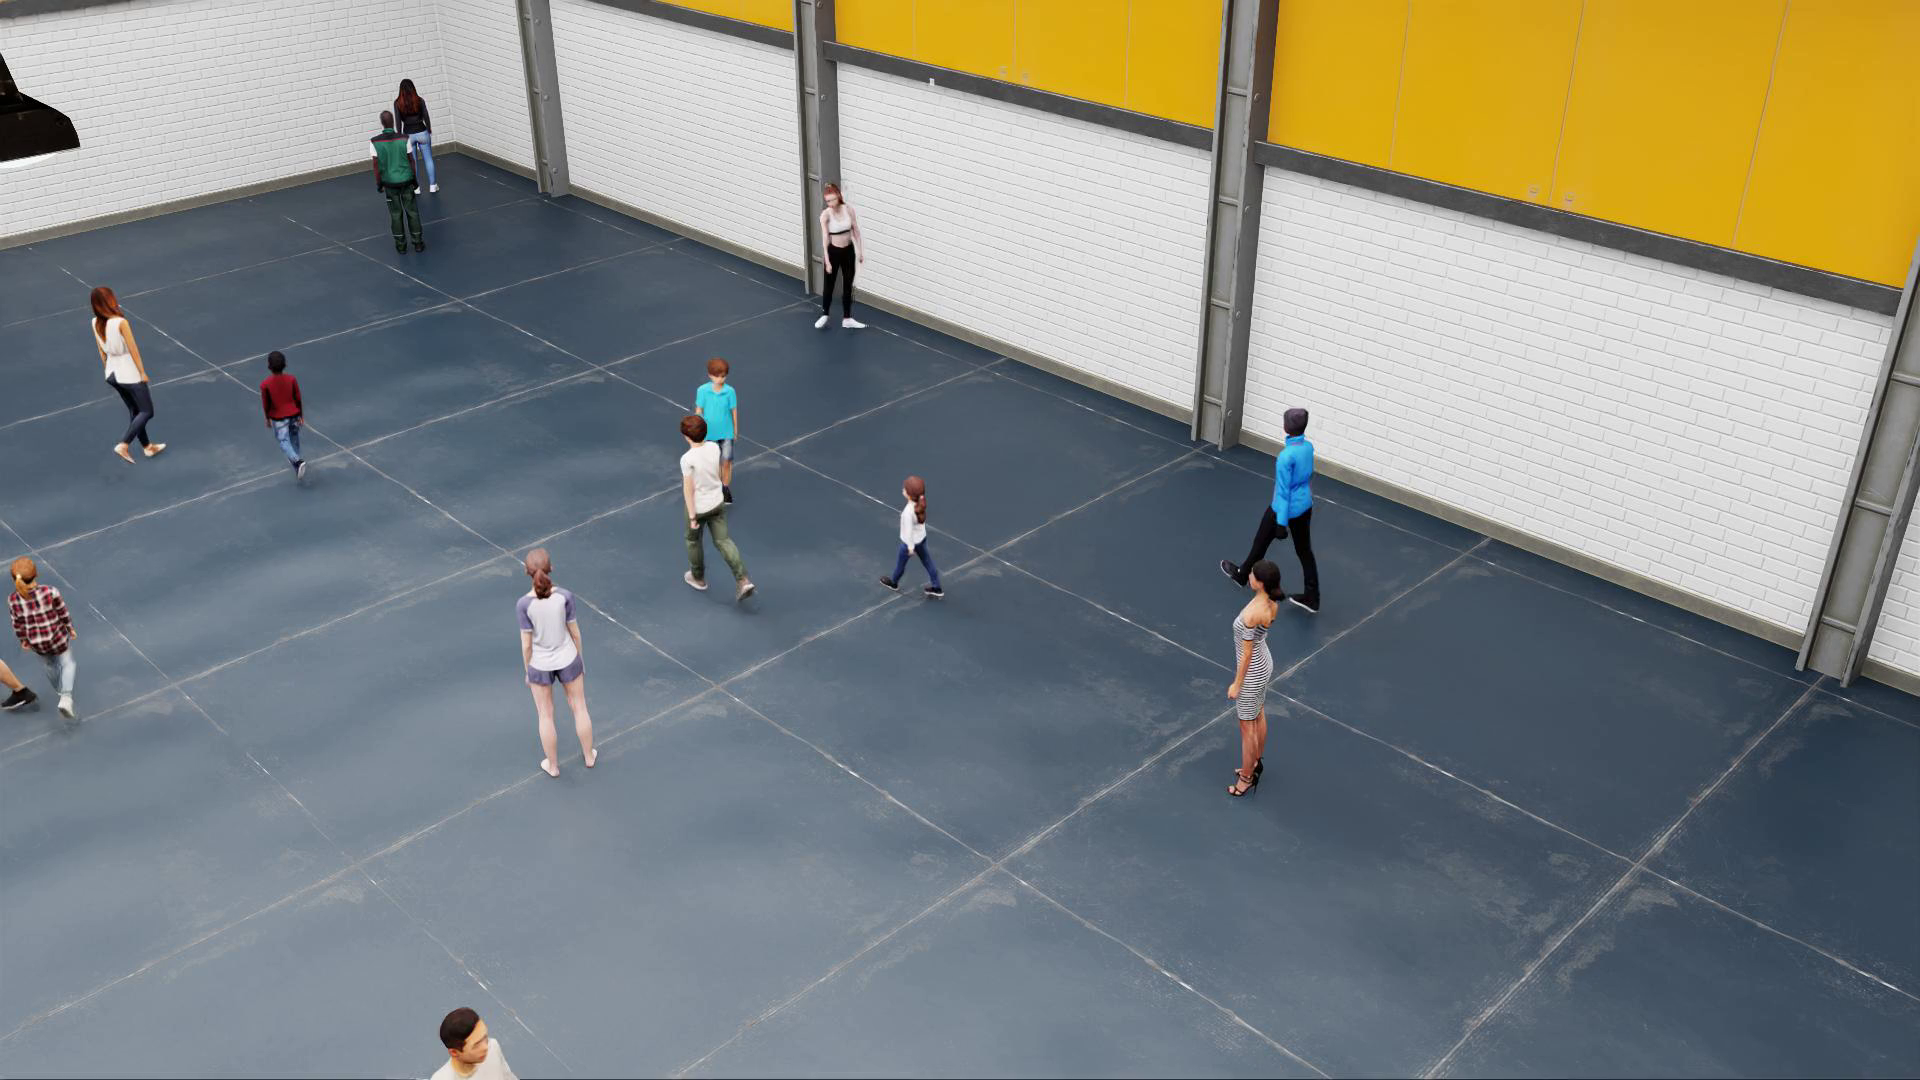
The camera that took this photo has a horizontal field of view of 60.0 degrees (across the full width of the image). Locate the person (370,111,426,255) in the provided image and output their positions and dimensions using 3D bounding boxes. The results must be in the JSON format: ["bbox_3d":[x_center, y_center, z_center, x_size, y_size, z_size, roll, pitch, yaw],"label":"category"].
[{"bbox_3d":[-7.261,-4.622,21.491,0.777,1.840,0.765,-10,30,-17],"label":"person"}]

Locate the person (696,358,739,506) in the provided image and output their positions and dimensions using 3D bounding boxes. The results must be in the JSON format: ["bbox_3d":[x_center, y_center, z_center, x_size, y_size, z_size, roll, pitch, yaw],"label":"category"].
[{"bbox_3d":[-2.252,-1.040,15.351,0.787,1.431,0.870,-1,29,-2],"label":"person"}]

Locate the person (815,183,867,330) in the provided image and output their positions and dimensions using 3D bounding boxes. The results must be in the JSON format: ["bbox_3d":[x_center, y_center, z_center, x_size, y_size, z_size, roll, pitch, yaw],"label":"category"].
[{"bbox_3d":[-1.339,-3.259,19.095,0.704,1.742,0.808,25,37,38],"label":"person"}]

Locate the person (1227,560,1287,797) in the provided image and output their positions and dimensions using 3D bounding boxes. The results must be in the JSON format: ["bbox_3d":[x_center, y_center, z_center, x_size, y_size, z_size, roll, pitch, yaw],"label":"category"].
[{"bbox_3d":[2.008,0.936,11.326,0.640,1.816,0.659,13,31,23],"label":"person"}]

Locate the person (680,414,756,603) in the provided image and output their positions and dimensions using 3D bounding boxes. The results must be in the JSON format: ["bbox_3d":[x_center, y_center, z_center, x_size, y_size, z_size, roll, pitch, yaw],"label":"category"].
[{"bbox_3d":[-2.031,-0.236,13.669,0.593,1.630,1.075,-22,36,-35],"label":"person"}]

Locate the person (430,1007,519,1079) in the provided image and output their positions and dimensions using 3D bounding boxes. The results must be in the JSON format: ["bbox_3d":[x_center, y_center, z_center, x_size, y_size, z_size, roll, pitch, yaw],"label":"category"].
[{"bbox_3d":[-2.346,2.874,7.807,1.169,1.784,0.984,7,29,13],"label":"person"}]

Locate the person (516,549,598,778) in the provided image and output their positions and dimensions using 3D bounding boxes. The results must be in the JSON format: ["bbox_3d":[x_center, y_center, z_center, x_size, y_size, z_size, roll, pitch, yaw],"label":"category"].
[{"bbox_3d":[-2.819,0.853,11.530,0.669,1.767,0.682,-11,30,-19],"label":"person"}]

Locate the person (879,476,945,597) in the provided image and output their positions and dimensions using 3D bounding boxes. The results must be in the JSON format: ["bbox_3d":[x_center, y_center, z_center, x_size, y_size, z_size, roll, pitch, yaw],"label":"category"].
[{"bbox_3d":[-0.328,-0.008,13.822,0.847,1.084,0.583,15,32,25],"label":"person"}]

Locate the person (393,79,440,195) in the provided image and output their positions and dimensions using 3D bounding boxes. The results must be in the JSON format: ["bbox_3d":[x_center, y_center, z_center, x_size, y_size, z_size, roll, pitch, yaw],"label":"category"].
[{"bbox_3d":[-7.812,-5.803,23.871,0.724,1.634,0.726,-7,29,-13],"label":"person"}]

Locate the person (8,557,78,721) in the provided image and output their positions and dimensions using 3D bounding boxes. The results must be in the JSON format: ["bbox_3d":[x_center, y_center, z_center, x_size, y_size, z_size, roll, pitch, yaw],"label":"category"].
[{"bbox_3d":[-6.736,0.724,12.261,0.770,1.292,0.915,-8,30,-14],"label":"person"}]

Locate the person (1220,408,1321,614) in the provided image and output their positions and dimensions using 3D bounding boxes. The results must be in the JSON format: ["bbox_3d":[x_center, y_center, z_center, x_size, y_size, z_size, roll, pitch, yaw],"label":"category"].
[{"bbox_3d":[2.761,-0.194,13.471,1.124,1.747,0.632,25,38,38],"label":"person"}]

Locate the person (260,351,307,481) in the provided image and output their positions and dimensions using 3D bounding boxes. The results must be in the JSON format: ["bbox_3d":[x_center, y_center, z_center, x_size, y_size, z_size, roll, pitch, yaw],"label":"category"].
[{"bbox_3d":[-6.397,-1.173,15.799,0.490,1.235,0.789,-24,37,-37],"label":"person"}]

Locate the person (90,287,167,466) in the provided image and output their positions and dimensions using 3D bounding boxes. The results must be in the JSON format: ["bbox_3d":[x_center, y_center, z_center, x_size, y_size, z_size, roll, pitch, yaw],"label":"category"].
[{"bbox_3d":[-8.027,-1.536,15.905,0.914,1.771,0.884,9,30,17],"label":"person"}]
